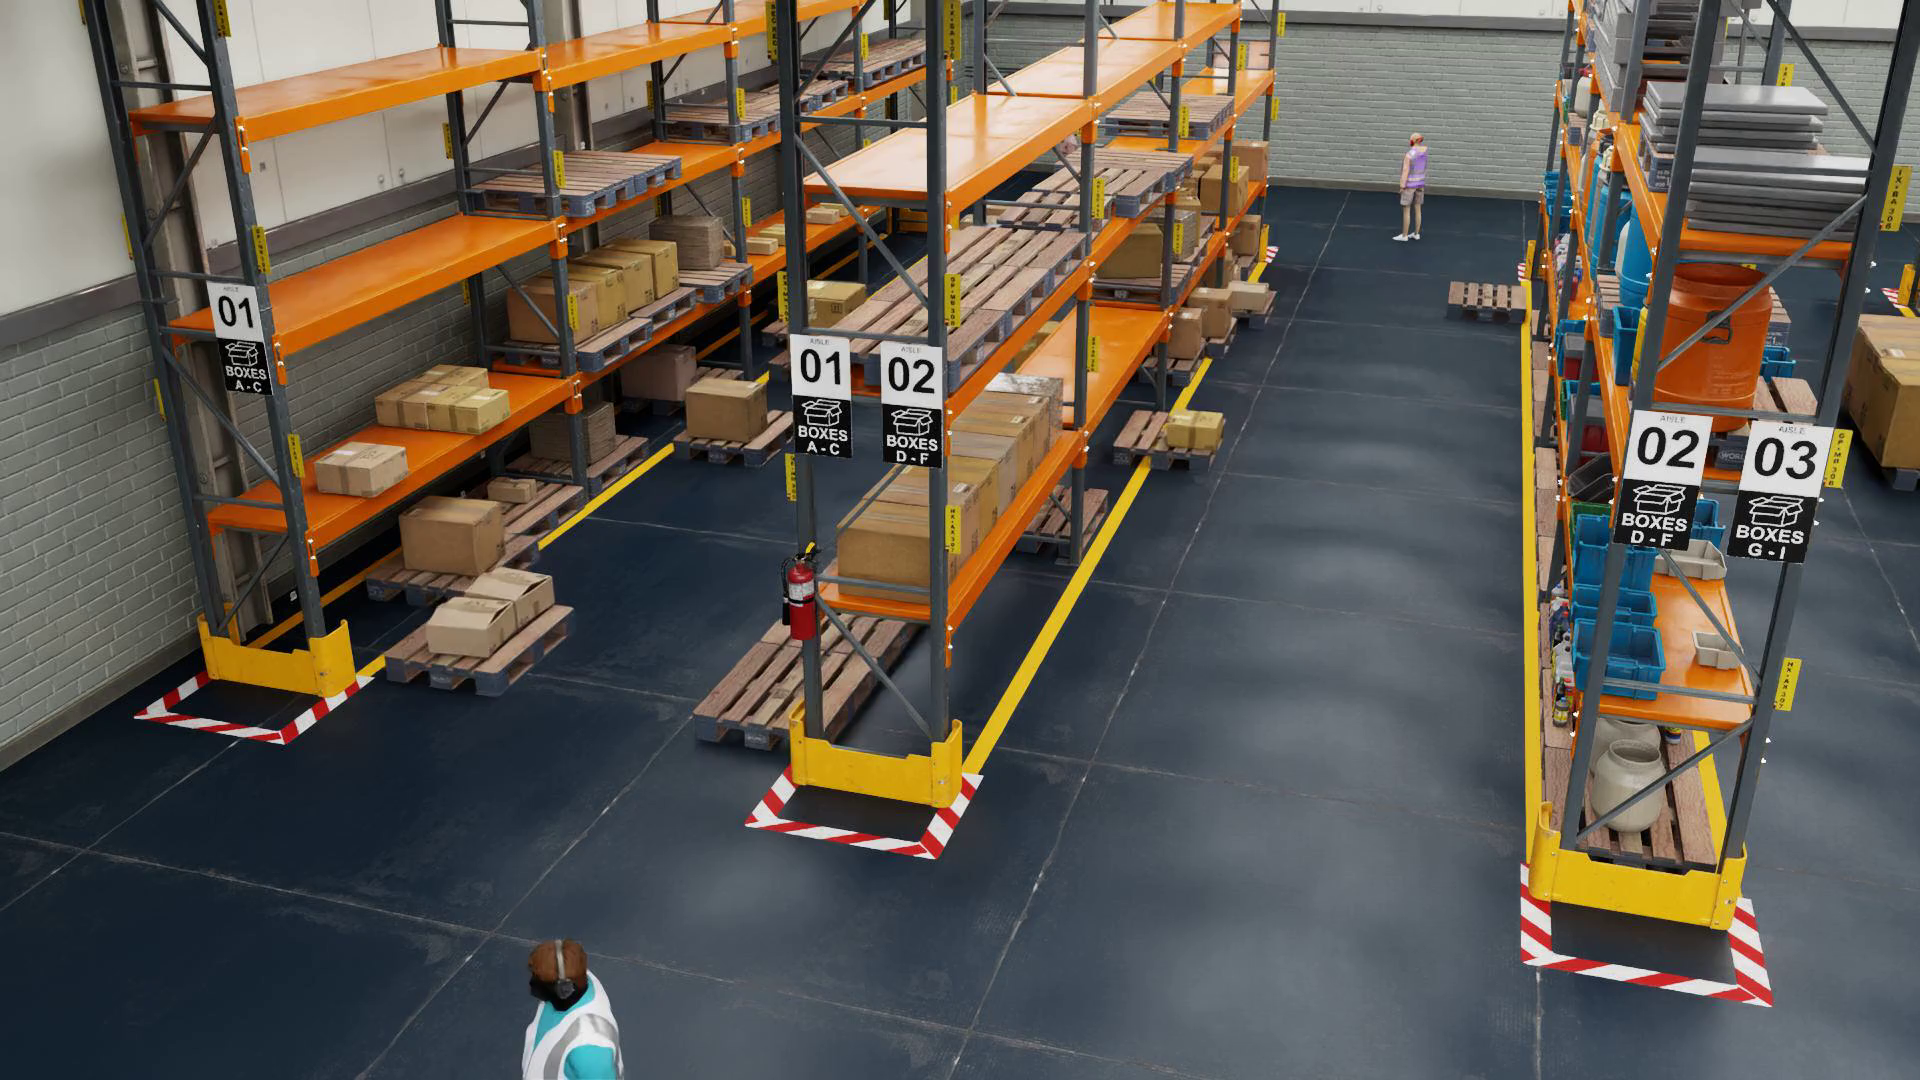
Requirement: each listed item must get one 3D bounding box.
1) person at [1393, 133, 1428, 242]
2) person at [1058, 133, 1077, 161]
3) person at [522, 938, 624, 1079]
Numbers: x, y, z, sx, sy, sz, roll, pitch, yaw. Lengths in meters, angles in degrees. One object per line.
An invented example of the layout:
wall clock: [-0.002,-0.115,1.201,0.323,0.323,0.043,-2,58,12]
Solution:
person: [7.155,-5.574,26.310,0.489,1.688,0.352,-14,27,-29]
person: [1.748,-5.956,27.047,0.331,1.804,0.519,-2,23,-4]
person: [-1.687,2.534,7.315,0.429,1.839,0.632,-10,25,-22]
